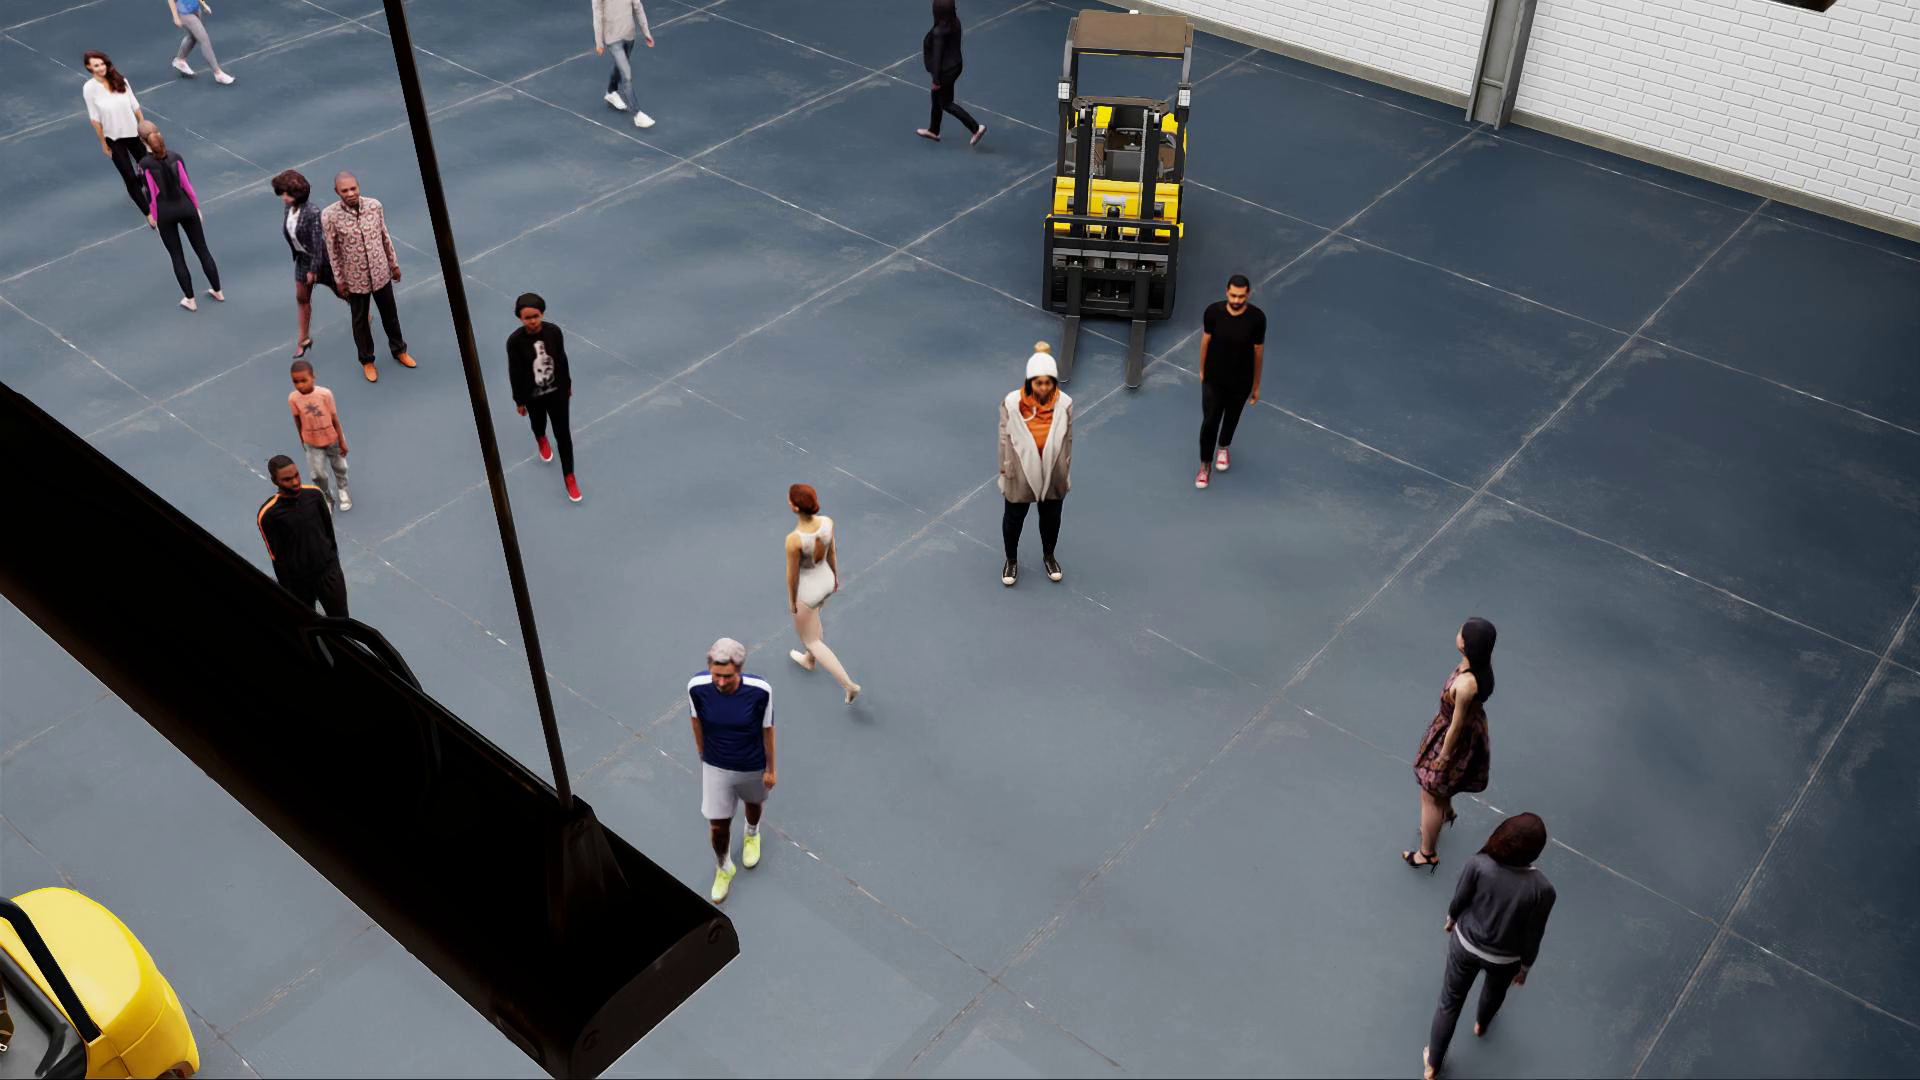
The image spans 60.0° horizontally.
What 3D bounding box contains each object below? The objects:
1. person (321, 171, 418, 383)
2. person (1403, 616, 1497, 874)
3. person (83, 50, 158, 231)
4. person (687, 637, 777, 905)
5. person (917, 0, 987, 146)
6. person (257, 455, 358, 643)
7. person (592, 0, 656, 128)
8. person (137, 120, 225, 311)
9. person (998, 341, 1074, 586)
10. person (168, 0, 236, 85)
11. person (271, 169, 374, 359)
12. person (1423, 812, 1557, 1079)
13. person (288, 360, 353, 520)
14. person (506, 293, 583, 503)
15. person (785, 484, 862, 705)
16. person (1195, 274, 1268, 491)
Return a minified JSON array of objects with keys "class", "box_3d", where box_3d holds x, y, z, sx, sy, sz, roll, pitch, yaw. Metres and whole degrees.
[{"class":"person","box_3d":[-4.922,-2.217,13.772,0.737,1.808,0.674,-25,45,-28]},{"class":"person","box_3d":[2.886,1.154,9.595,0.760,1.751,0.777,12,40,15]},{"class":"person","box_3d":[-7.971,-3.812,15.788,0.816,1.784,0.644,31,48,33]},{"class":"person","box_3d":[-1.262,1.183,9.509,0.884,1.813,0.936,-1,39,-2]},{"class":"person","box_3d":[-0.077,-4.826,17.209,1.129,1.595,0.890,12,40,14]},{"class":"person","box_3d":[-4.263,0.190,10.773,1.124,1.788,0.687,32,48,33]},{"class":"person","box_3d":[-3.677,-5.377,17.724,1.215,1.813,0.688,29,47,31]},{"class":"person","box_3d":[-6.895,-2.858,14.622,0.580,1.747,0.574,-29,47,-31]},{"class":"person","box_3d":[0.525,-0.521,11.589,0.813,1.882,0.867,-5,39,-6]},{"class":"person","box_3d":[-8.659,-5.884,18.544,1.111,1.581,0.891,7,39,9]},{"class":"person","box_3d":[-5.360,-2.355,14.072,0.970,1.649,0.736,23,44,26]},{"class":"person","box_3d":[2.649,2.097,8.422,0.898,1.744,0.793,17,42,20]},{"class":"person","box_3d":[-4.749,-0.803,12.411,0.614,1.297,0.682,-10,40,-12]},{"class":"person","box_3d":[-3.167,-1.153,12.573,0.924,1.642,1.183,-15,41,-18]},{"class":"person","box_3d":[-0.892,0.365,10.690,0.951,1.619,0.542,28,46,30]},{"class":"person","box_3d":[2.057,-1.290,12.667,0.902,1.737,0.917,5,39,6]}]
